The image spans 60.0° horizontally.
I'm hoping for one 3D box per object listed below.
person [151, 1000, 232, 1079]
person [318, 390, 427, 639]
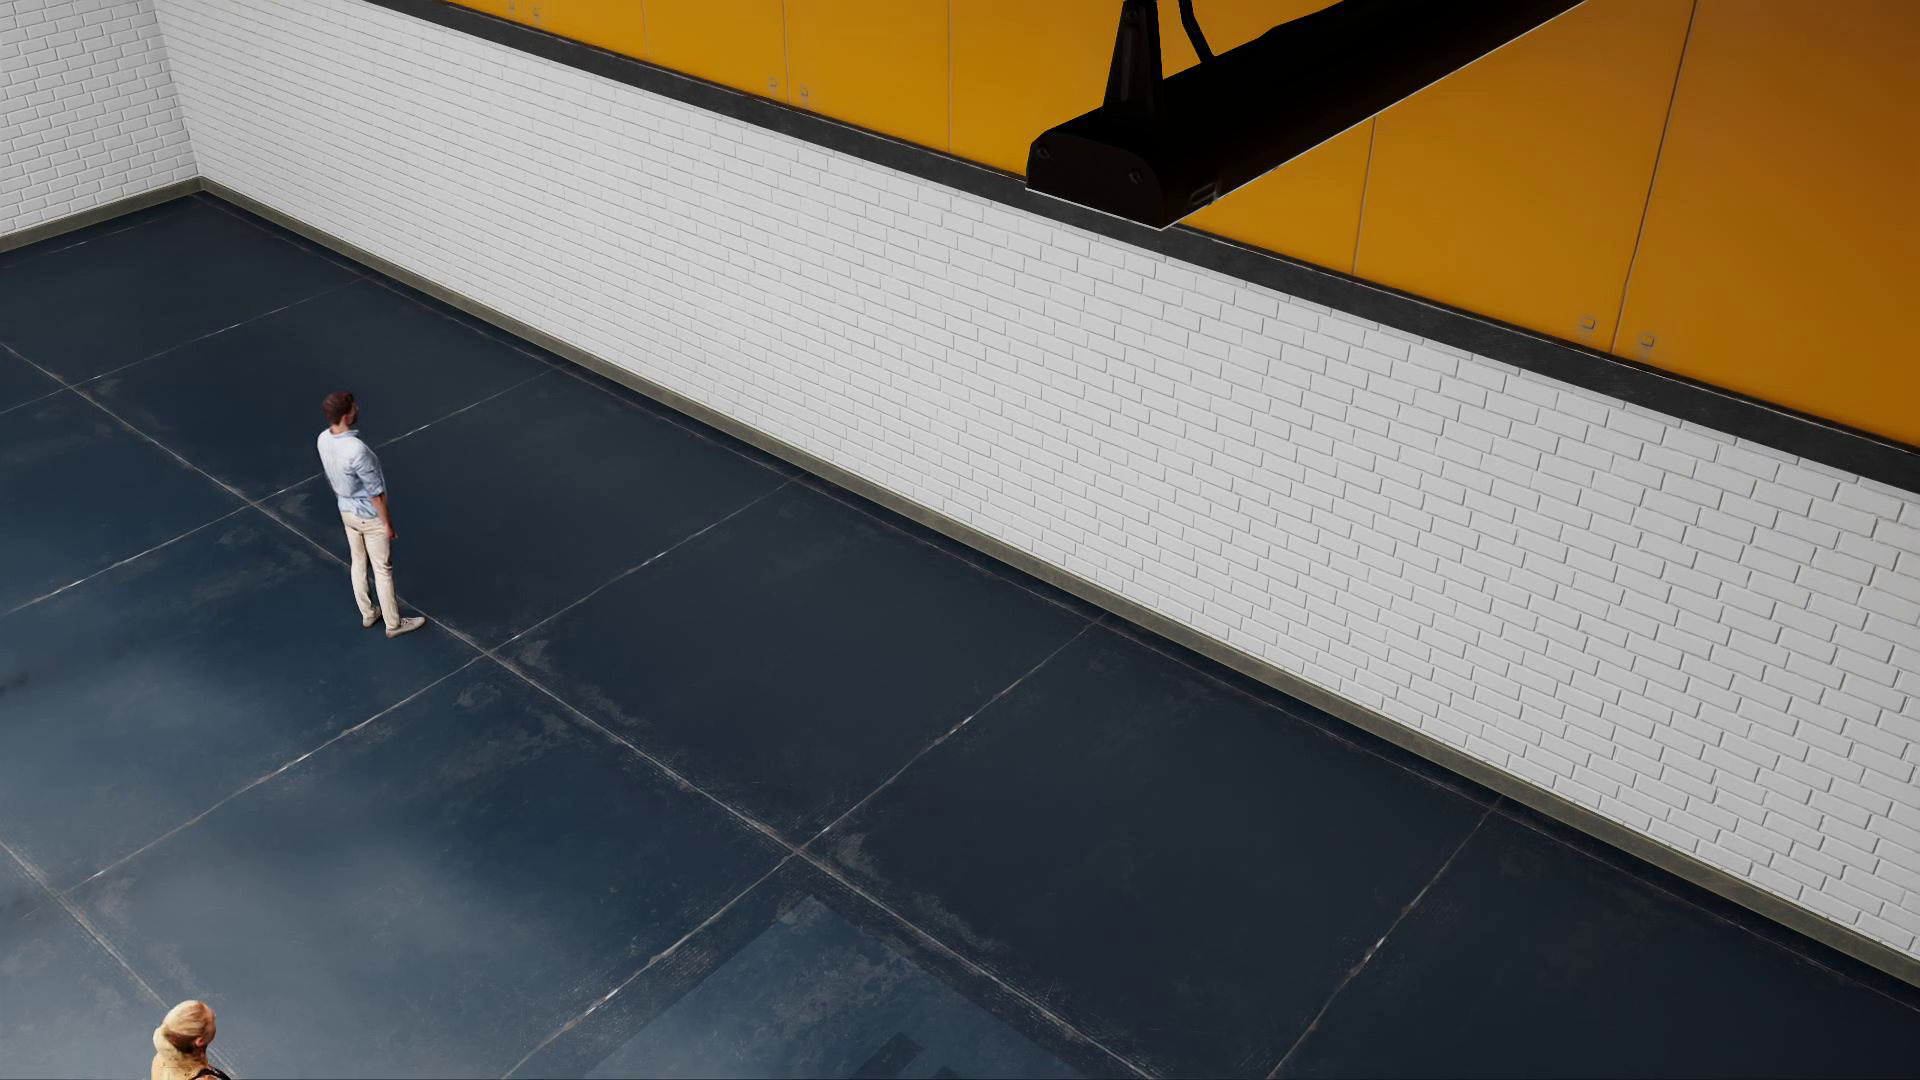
[{"bbox_3d":[-3.186,2.673,7.016,0.819,1.790,1.245,15,37,22],"label":"person"},{"bbox_3d":[-4.045,-0.182,11.260,0.668,1.847,0.554,21,39,29],"label":"person"}]
